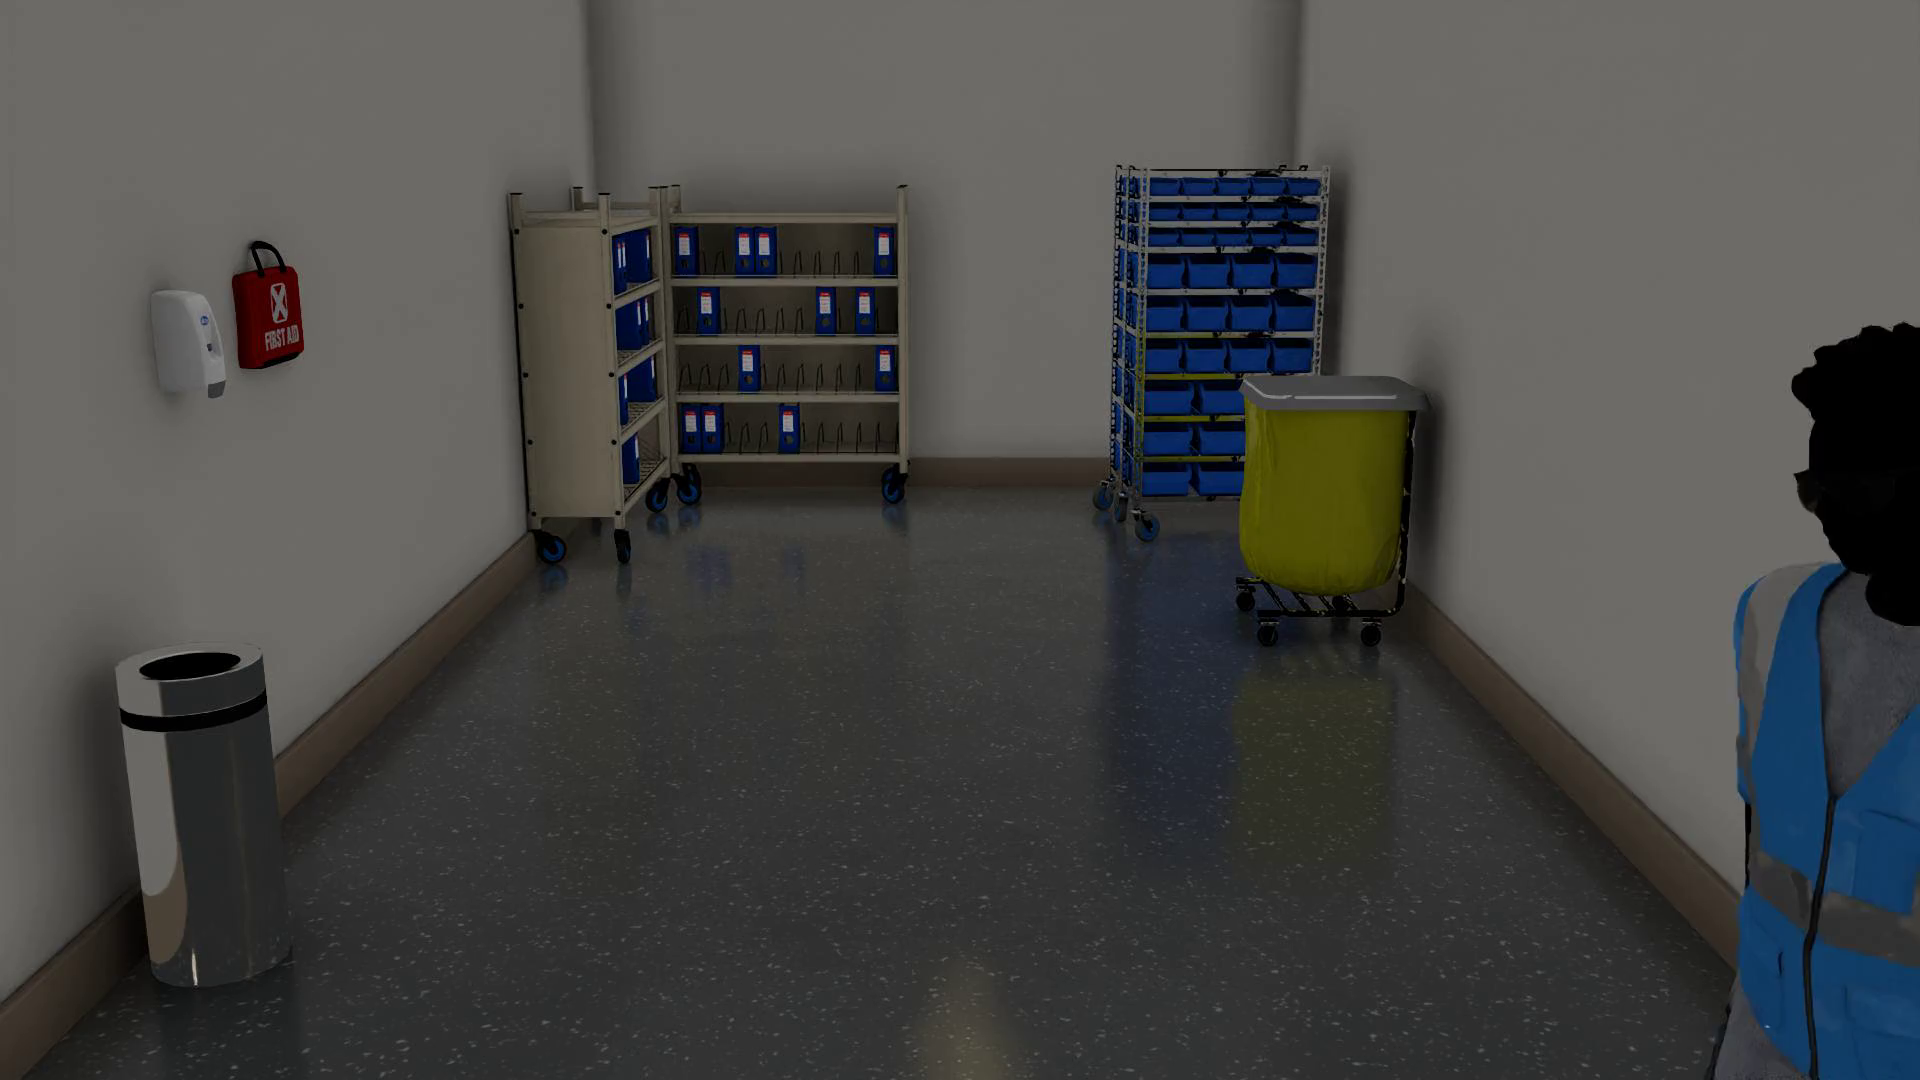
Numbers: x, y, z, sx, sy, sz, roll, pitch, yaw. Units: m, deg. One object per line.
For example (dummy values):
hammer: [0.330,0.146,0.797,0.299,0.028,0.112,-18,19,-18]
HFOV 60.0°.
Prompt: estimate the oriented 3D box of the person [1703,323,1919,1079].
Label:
person: [1.185,0.574,1.961,0.559,1.664,0.565,-6,14,-23]
